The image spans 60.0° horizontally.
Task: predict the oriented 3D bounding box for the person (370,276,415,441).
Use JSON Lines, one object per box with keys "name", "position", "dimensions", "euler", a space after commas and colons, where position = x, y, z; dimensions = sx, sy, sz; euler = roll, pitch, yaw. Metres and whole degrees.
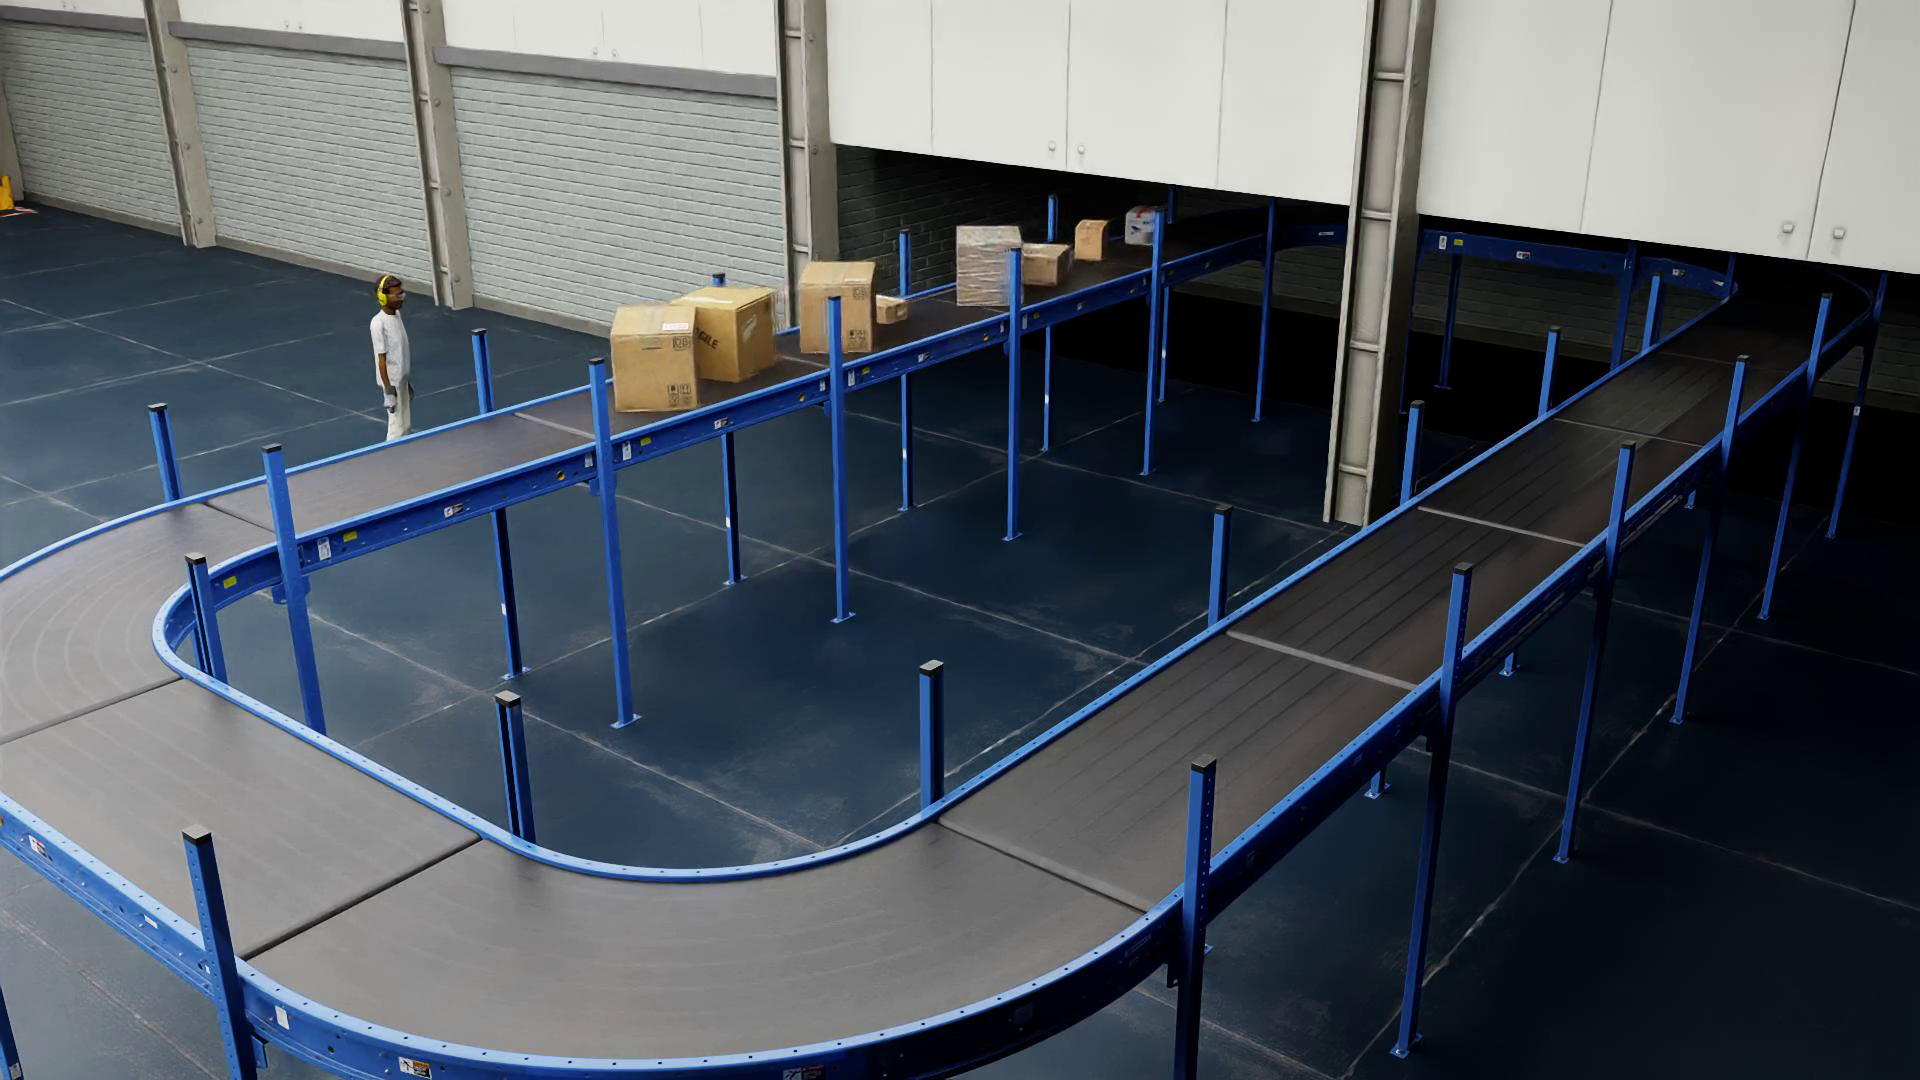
{"name": "person", "position": [-4.707, -1.293, 13.932], "dimensions": [0.310, 1.865, 0.535], "euler": [0, 21, 0]}
